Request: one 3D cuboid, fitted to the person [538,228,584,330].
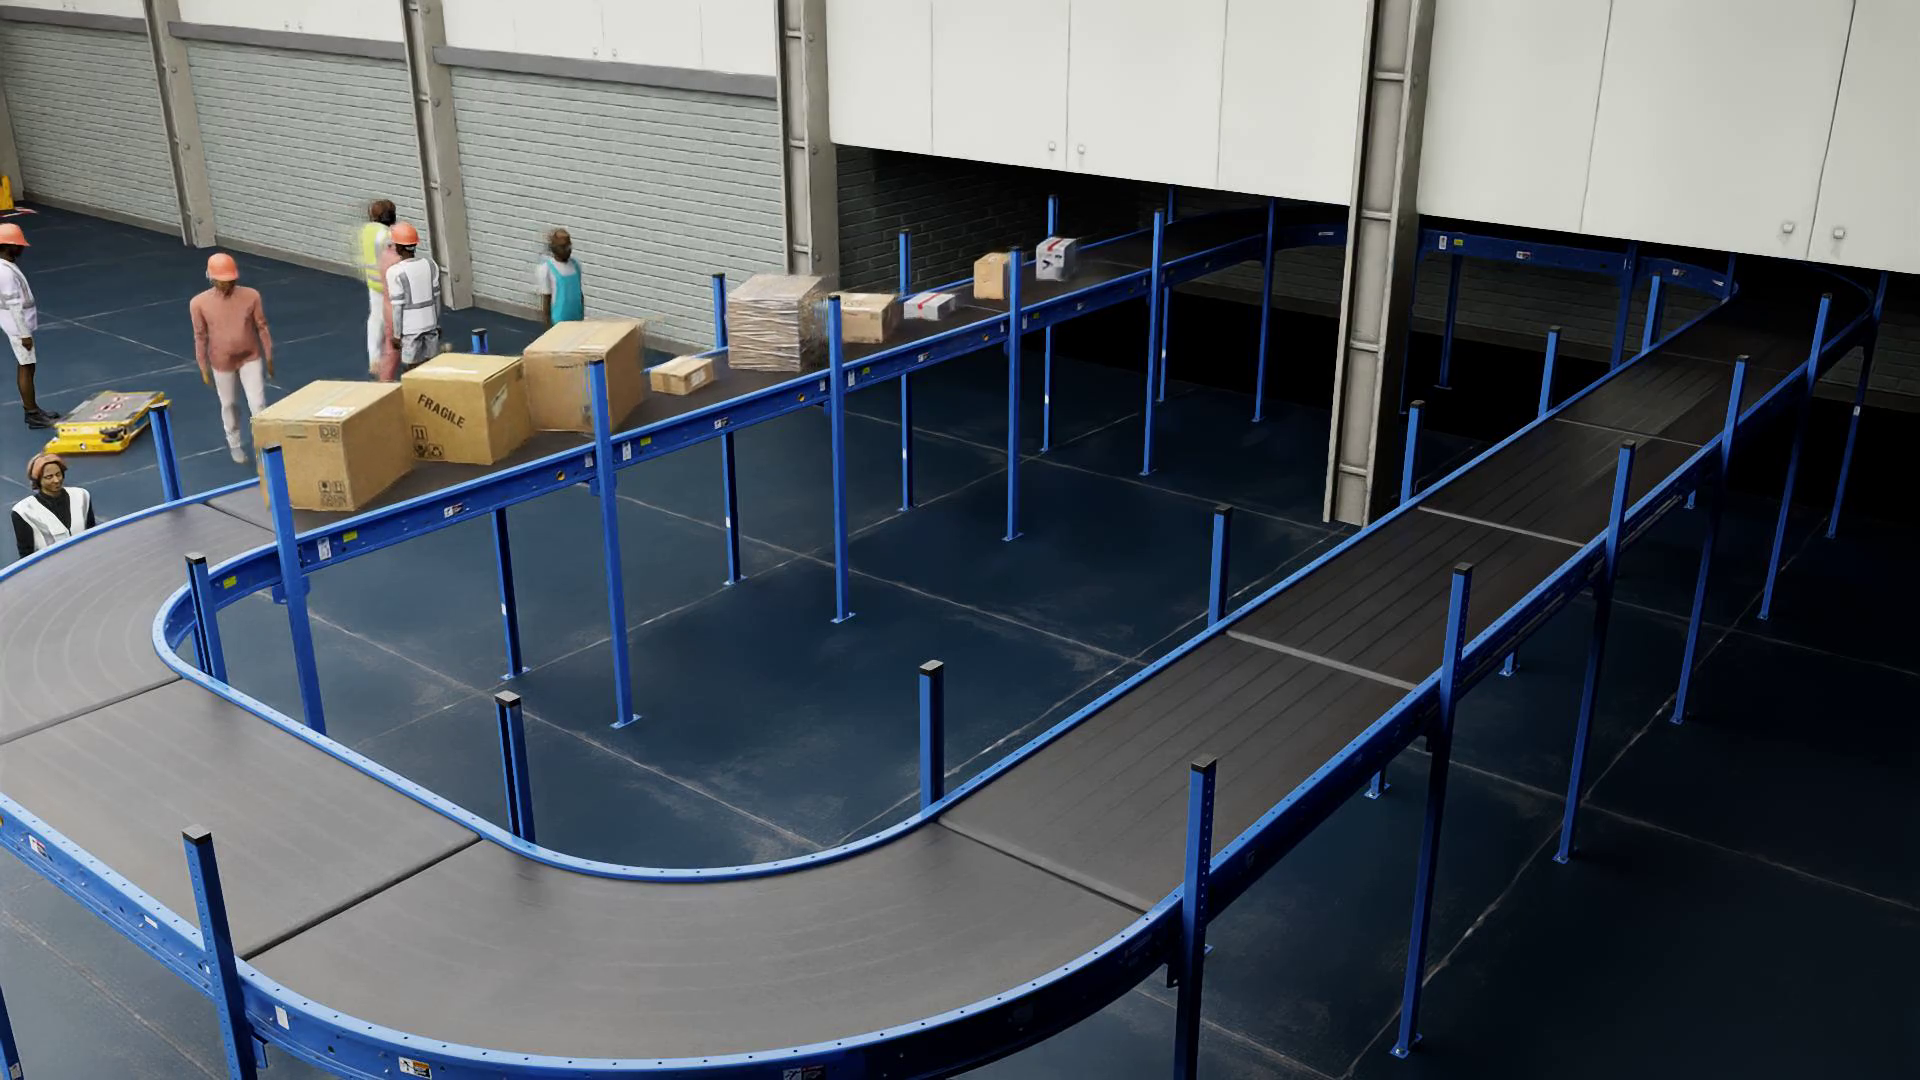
[{"bbox_3d":[-3.831,-2.102,16.035,0.554,1.830,0.514,16,27,35],"label":"person"}]

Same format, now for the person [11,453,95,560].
[{"bbox_3d":[-5.543,0.244,10.326,0.311,1.642,0.513,12,25,28],"label":"person"}]

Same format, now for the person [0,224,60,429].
[{"bbox_3d":[-8.815,-2.009,15.664,0.375,1.928,0.542,-13,25,-30],"label":"person"}]

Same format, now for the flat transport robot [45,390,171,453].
[{"bbox_3d":[-8.018,-1.141,15.686,0.652,0.197,1.431,-3,22,-6],"label":"flat transport robot"}]

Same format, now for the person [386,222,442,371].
[{"bbox_3d":[-5.130,-2.024,15.684,0.353,1.942,0.545,14,26,32],"label":"person"}]

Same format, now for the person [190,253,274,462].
[{"bbox_3d":[-6.308,-1.548,14.490,0.631,1.935,0.826,-12,25,-28],"label":"person"}]

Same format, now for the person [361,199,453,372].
[{"bbox_3d":[-5.947,-2.708,17.612,0.658,1.795,0.932,20,29,41],"label":"person"}]
